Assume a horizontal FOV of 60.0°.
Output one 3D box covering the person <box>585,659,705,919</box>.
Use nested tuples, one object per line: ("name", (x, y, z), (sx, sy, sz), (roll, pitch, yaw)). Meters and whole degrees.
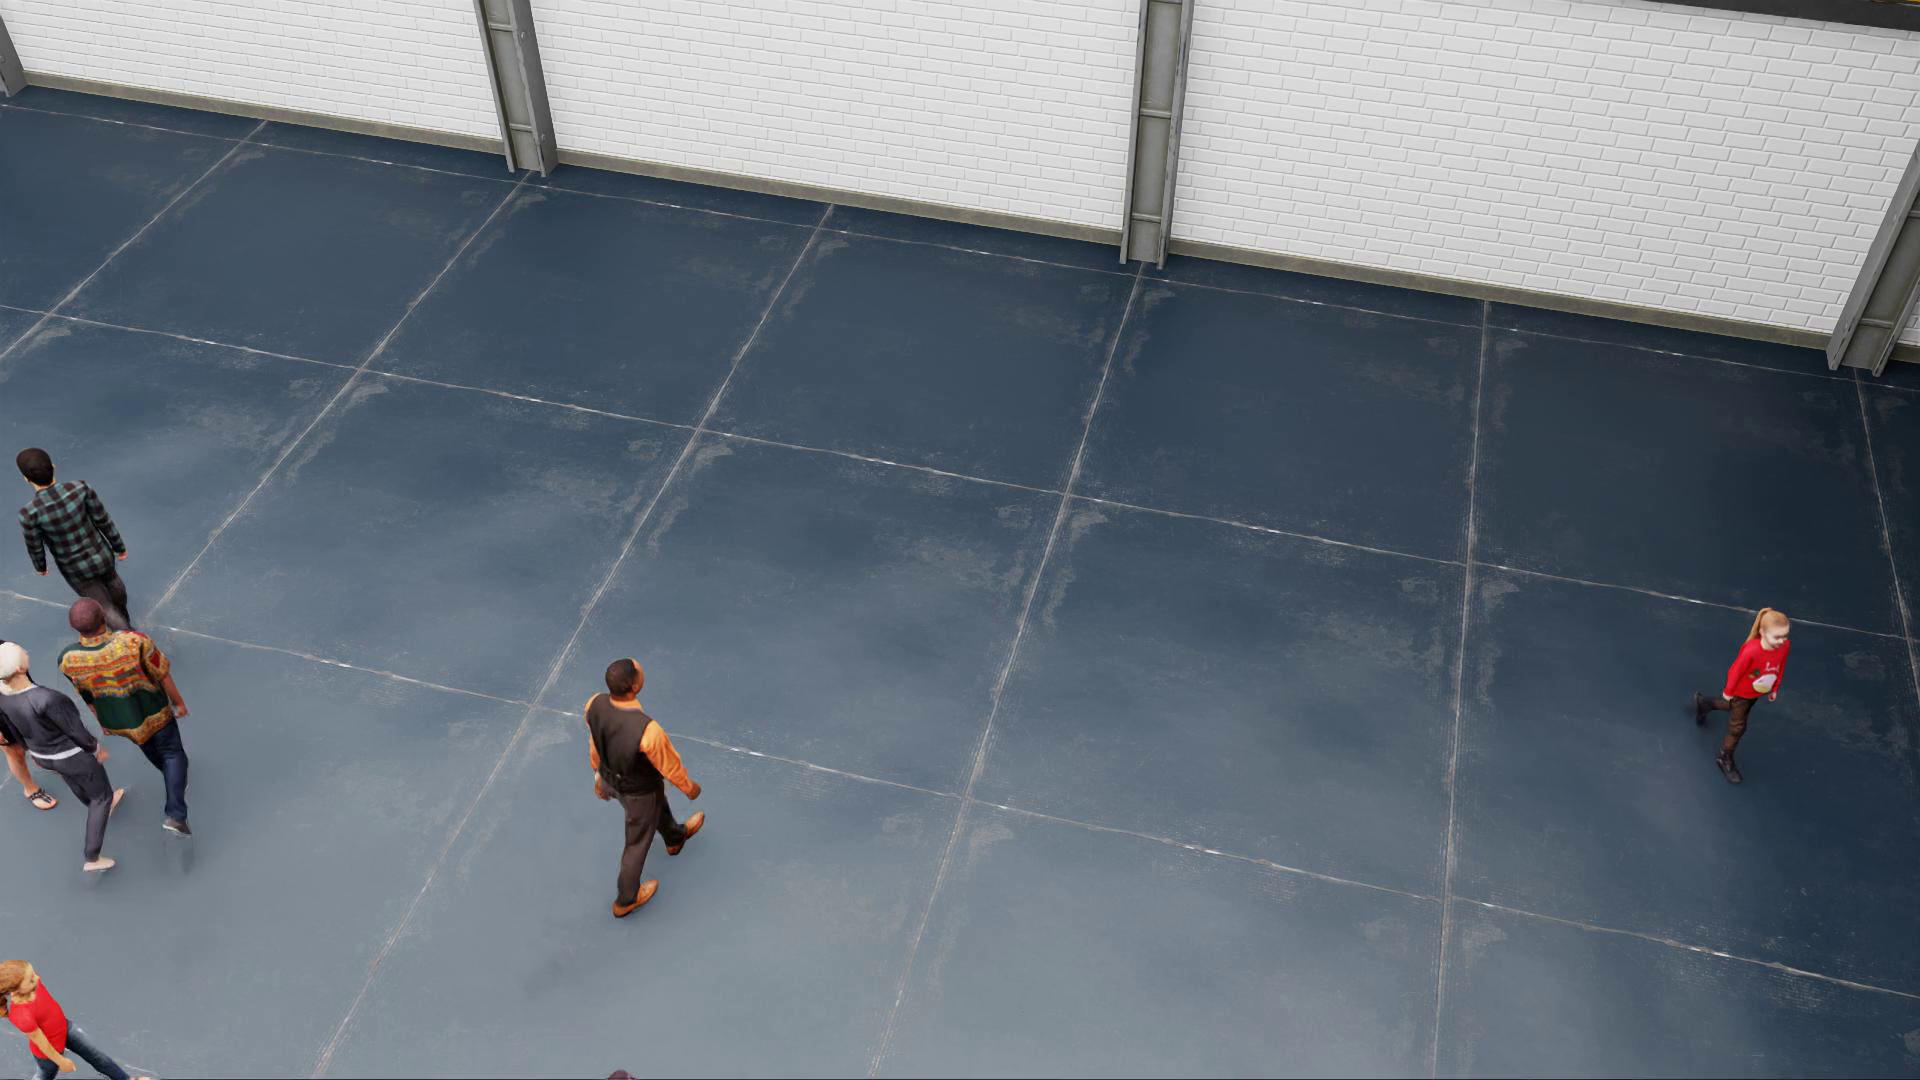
("person", (-1.912, 1.472, 9.423), (1.120, 1.872, 1.038), (31, 52, 28))

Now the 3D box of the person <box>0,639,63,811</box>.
("person", (-5.802, 1.017, 10.131), (0.599, 1.553, 0.582), (22, 48, 21))

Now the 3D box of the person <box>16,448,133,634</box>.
("person", (-5.647, 0.136, 10.801), (1.027, 1.696, 0.902), (28, 50, 26))

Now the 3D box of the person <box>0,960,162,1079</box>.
("person", (-4.793, 2.620, 8.645), (0.964, 1.282, 0.743), (-8, 44, -8))

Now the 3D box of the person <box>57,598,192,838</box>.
("person", (-4.910, 1.068, 9.910), (1.140, 1.785, 1.094), (-12, 45, -12))

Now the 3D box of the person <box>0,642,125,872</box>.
("person", (-5.277, 1.277, 9.745), (0.868, 1.711, 0.717), (9, 44, 9))

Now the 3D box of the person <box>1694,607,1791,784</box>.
("person", (4.936, 0.891, 10.472), (0.839, 1.266, 0.849), (-15, 46, -16))
